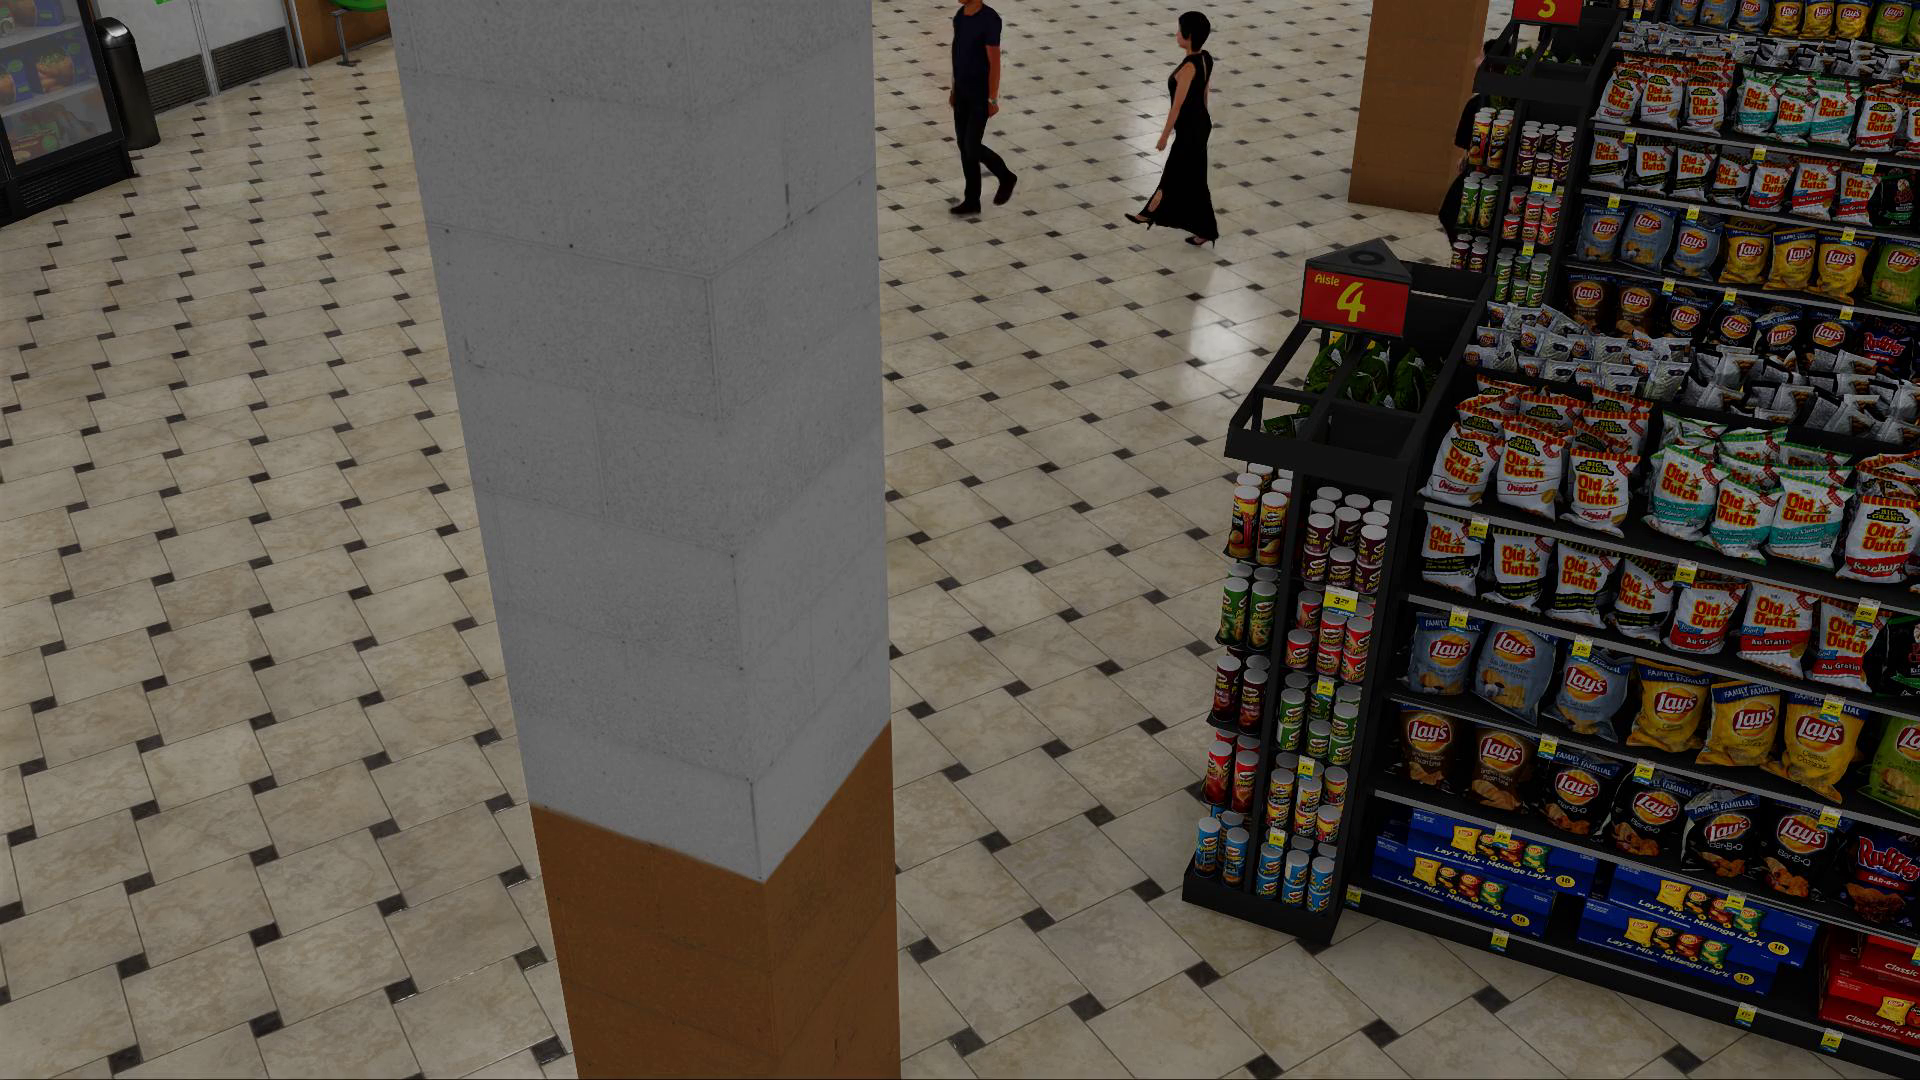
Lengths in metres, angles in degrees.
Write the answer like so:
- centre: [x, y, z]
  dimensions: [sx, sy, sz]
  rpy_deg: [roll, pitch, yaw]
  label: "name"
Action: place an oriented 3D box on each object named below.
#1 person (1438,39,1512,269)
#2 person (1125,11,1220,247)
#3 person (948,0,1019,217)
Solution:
- centre: [3.374, -2.331, 10.503]
  dimensions: [0.646, 1.625, 0.643]
  rpy_deg: [9, 33, 14]
  label: "person"
- centre: [1.627, -2.702, 11.150]
  dimensions: [0.928, 1.571, 0.615]
  rpy_deg: [13, 34, 19]
  label: "person"
- centre: [0.173, -3.154, 11.678]
  dimensions: [0.893, 1.780, 0.850]
  rpy_deg: [-20, 37, -28]
  label: "person"
